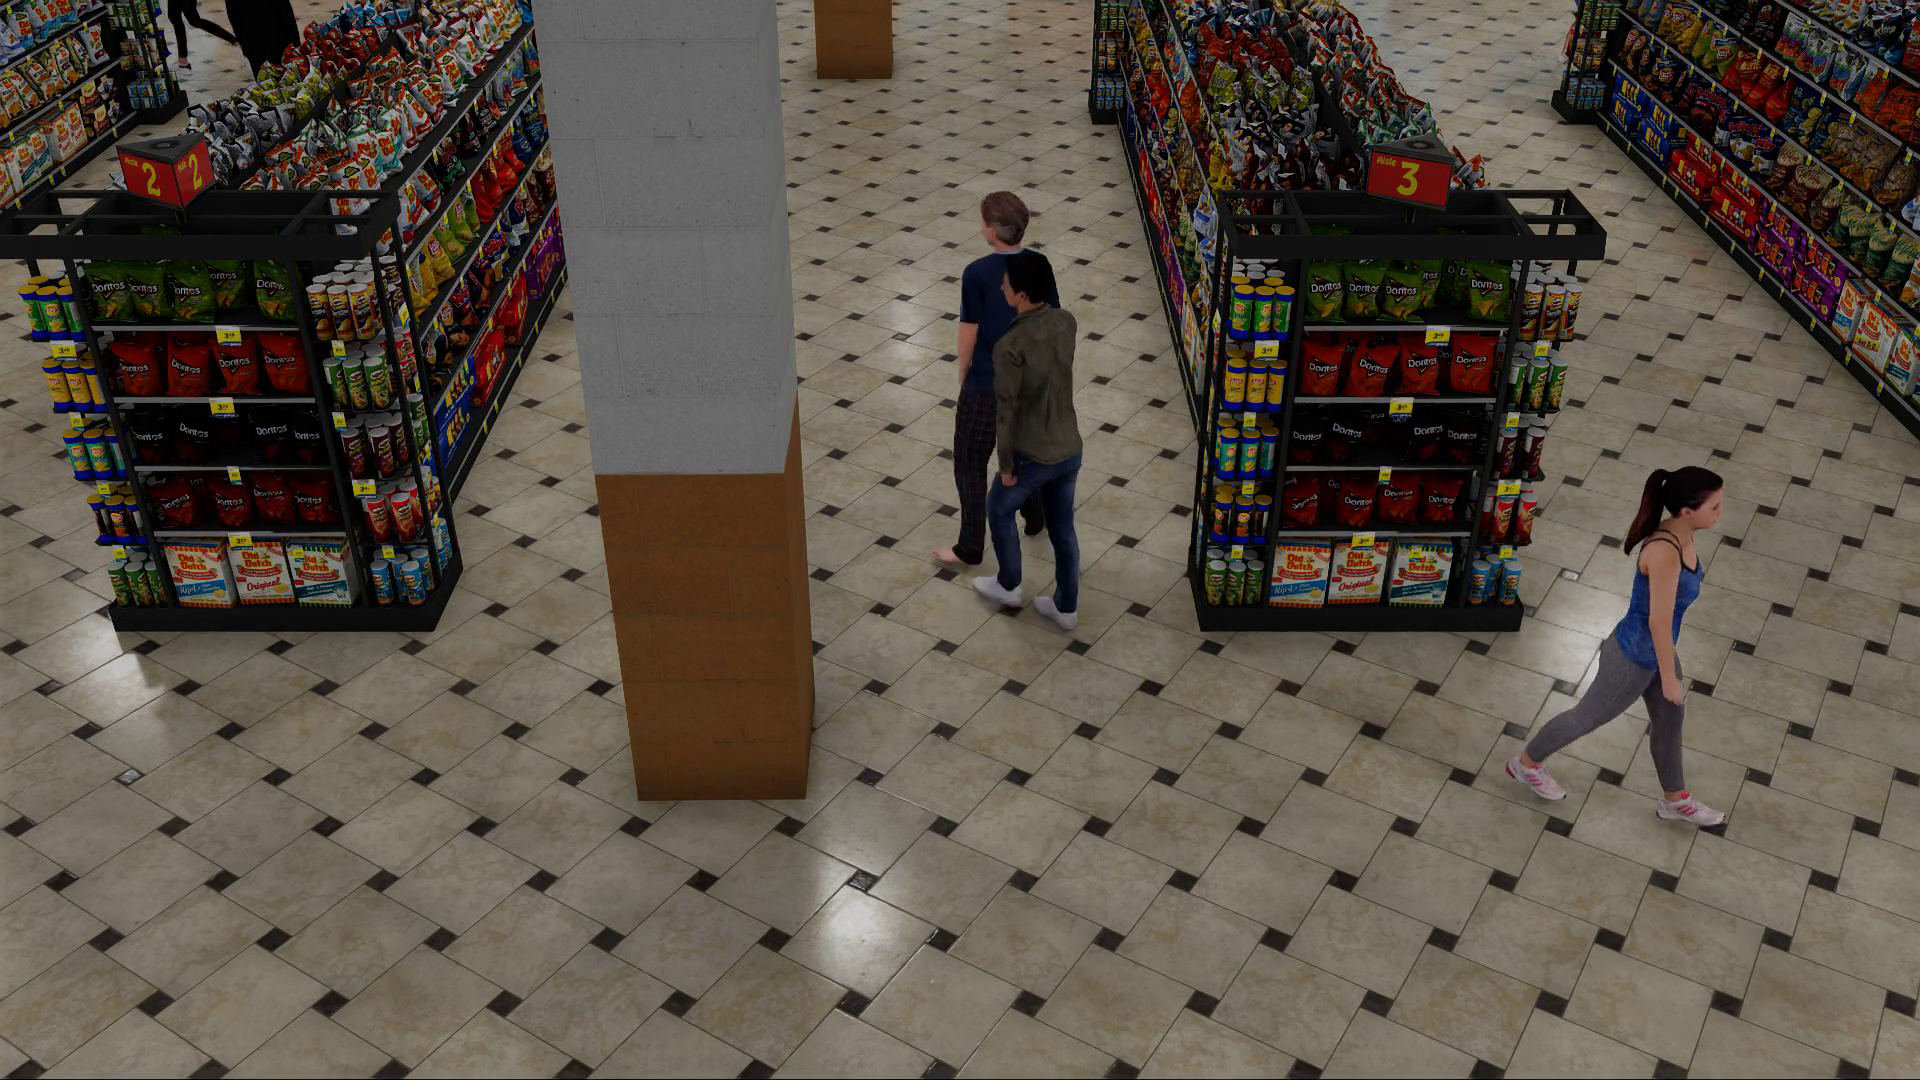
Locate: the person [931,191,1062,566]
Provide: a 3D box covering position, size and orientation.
[{"bbox_3d":[0.267,-0.791,8.142,1.010,1.852,0.935,-9,33,-13],"label":"person"}]

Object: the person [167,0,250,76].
[{"bbox_3d":[-7.008,-5.097,15.135,0.780,1.776,1.088,-5,32,-8],"label":"person"}]

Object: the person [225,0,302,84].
[{"bbox_3d":[-5.481,-3.939,13.162,0.719,1.894,0.653,5,32,7],"label":"person"}]

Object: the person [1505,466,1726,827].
[{"bbox_3d":[2.554,0.431,6.442,1.013,1.573,1.070,19,37,28],"label":"person"}]

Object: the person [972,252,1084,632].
[{"bbox_3d":[0.424,-0.372,7.479,0.937,1.842,1.001,-21,38,-30],"label":"person"}]
